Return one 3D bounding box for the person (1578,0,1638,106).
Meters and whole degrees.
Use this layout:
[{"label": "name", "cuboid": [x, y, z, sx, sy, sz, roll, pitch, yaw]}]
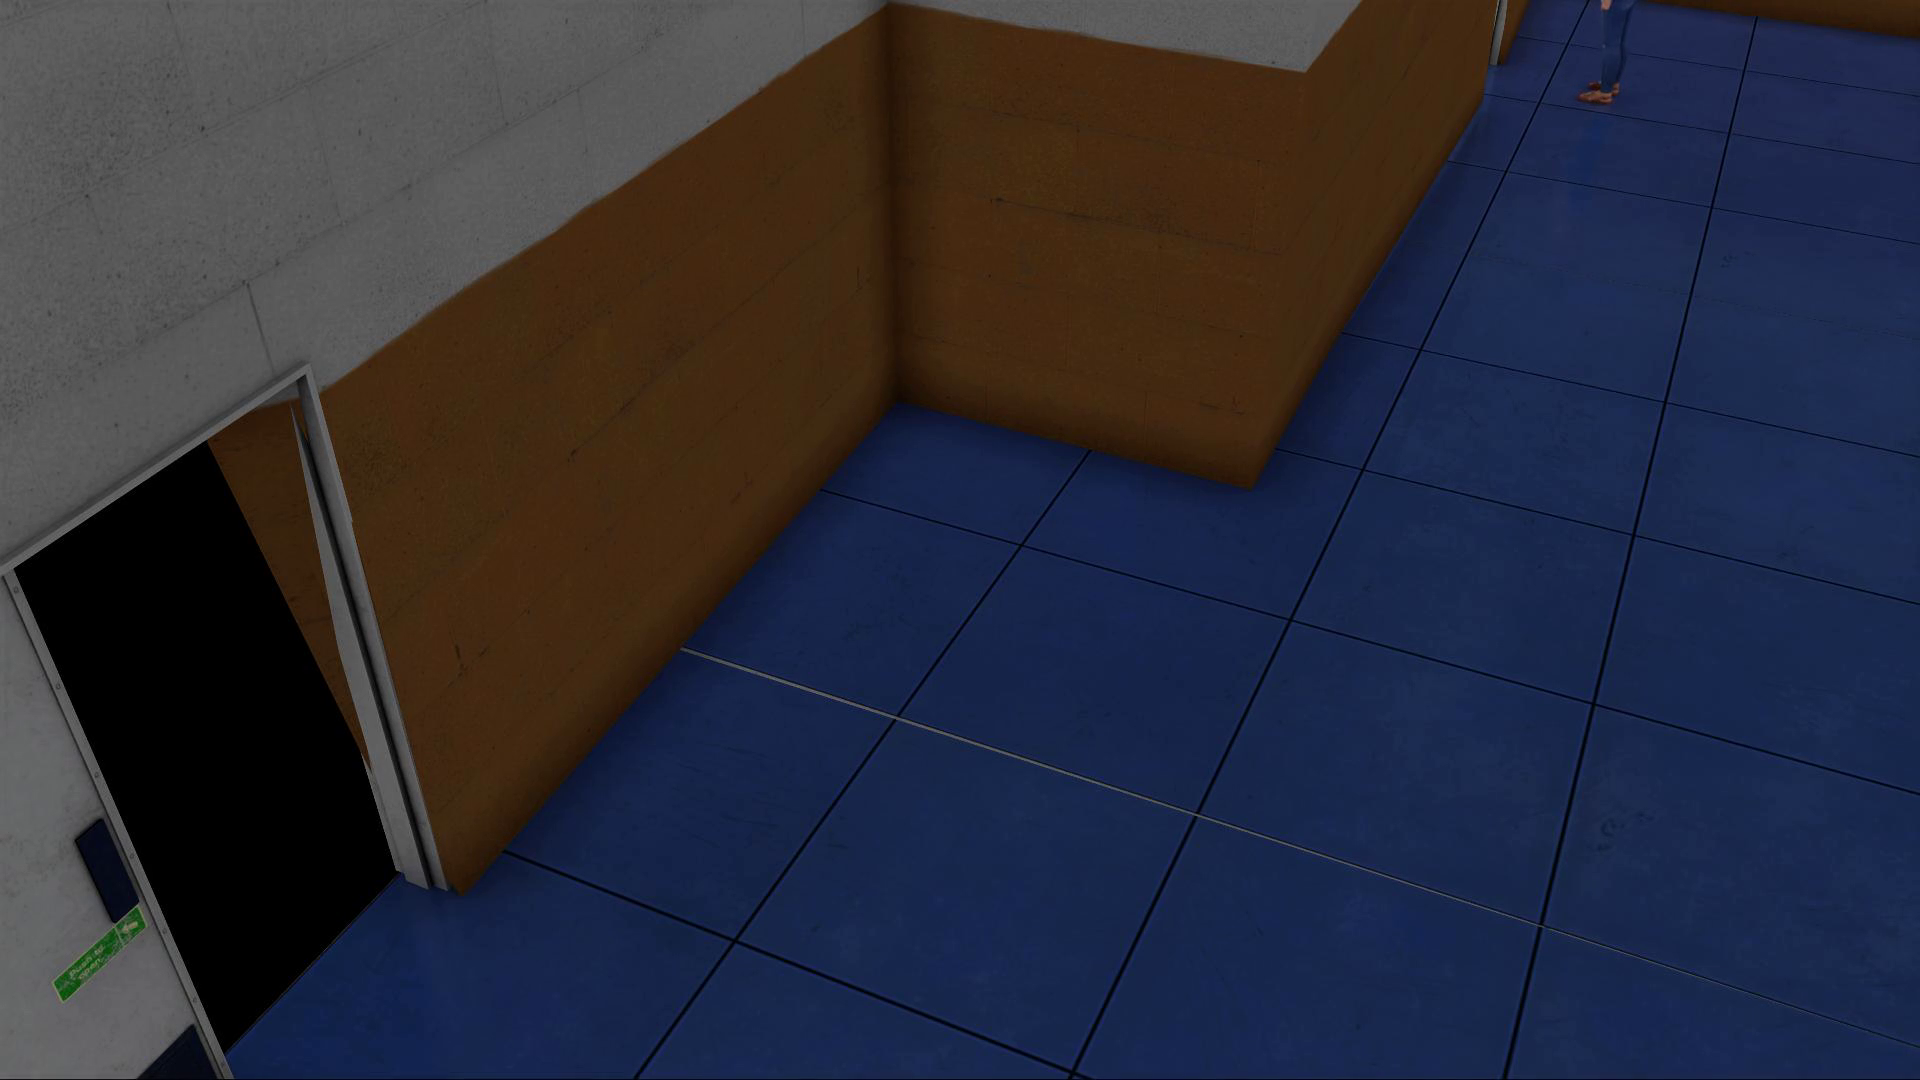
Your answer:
[{"label": "person", "cuboid": [4.792, -3.970, 12.004, 0.563, 1.611, 0.629, 23, 43, 28]}]
